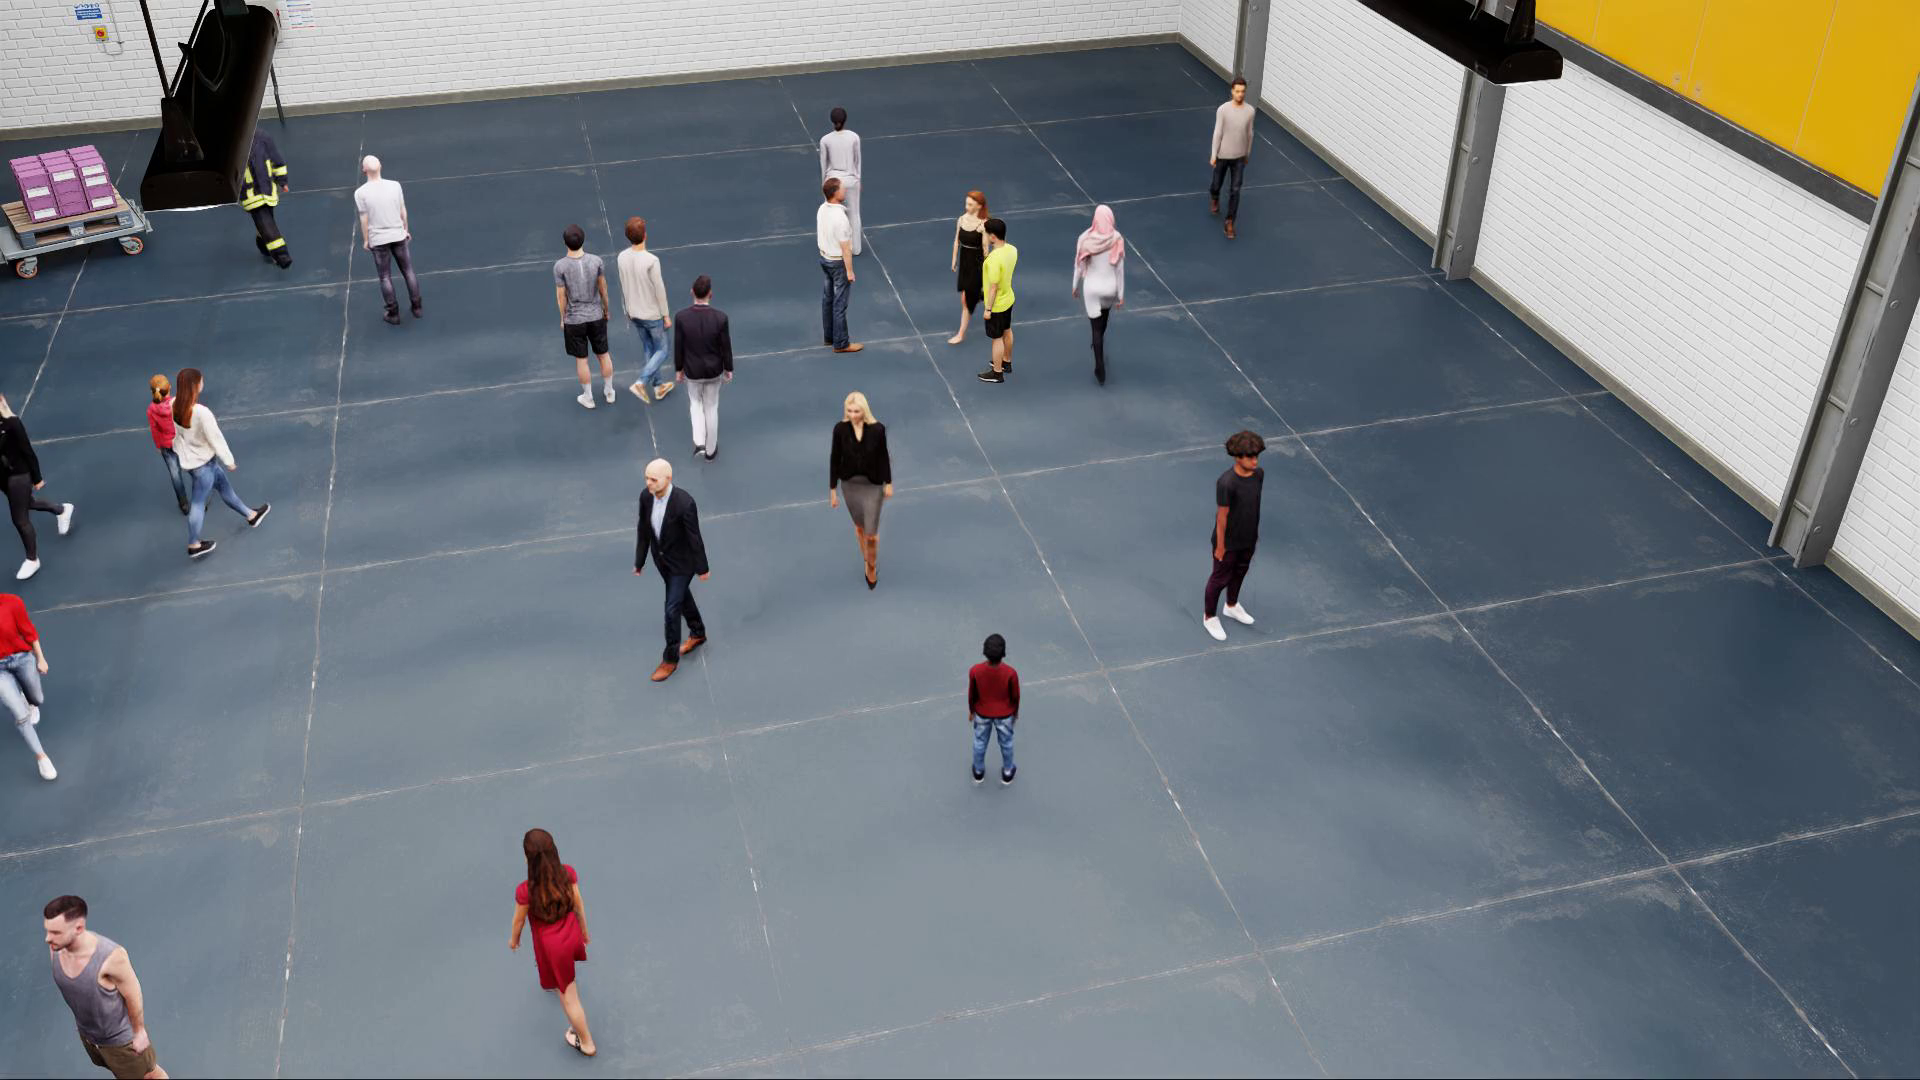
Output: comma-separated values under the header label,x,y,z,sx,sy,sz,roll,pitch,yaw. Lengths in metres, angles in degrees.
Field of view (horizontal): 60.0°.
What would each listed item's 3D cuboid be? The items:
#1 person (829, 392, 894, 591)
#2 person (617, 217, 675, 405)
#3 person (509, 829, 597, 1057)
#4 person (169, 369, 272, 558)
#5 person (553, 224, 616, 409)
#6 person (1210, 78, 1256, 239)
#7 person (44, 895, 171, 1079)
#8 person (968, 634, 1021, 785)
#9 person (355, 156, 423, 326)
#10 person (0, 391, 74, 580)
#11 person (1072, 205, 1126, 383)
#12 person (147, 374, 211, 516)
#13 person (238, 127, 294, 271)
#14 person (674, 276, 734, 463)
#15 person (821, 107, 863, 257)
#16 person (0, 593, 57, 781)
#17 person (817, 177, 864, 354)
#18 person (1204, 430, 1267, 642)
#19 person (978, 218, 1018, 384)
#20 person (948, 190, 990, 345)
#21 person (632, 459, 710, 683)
label,x,y,z,sx,sy,sz,roll,pitch,yaw
person,-0.779,-0.442,13.528,0.755,1.823,0.788,2,34,4
person,-3.058,-2.154,16.044,0.991,1.889,1.057,17,37,23
person,-2.297,2.356,9.602,0.873,1.510,1.087,-29,43,-36
person,-6.415,-0.587,13.907,1.086,1.645,1.089,21,39,28
person,-3.624,-2.155,16.062,0.696,1.871,0.629,-16,37,-22
person,3.188,-4.581,19.731,0.826,1.849,1.169,-2,34,-3
person,-4.618,2.597,9.036,0.725,1.847,0.760,11,35,16
person,0.237,1.183,11.597,0.570,1.254,0.579,4,34,6
person,-6.080,-3.191,17.655,0.741,1.832,0.712,-23,40,-31
person,-7.833,-0.570,13.870,0.963,1.658,1.191,8,34,12
person,1.405,-2.415,16.560,0.829,1.752,1.218,-1,34,-2
person,-6.871,-0.840,14.587,0.553,1.314,0.559,-18,38,-25
person,-8.020,-4.041,18.891,1.319,1.879,1.169,28,43,35
person,-2.330,-1.485,15.097,0.754,1.822,0.765,-2,34,-3
person,-1.348,-4.120,19.142,0.658,1.733,0.602,-1,34,-2
person,-6.697,0.856,11.699,0.870,1.684,1.113,-22,40,-30
person,-1.291,-2.835,17.098,0.778,1.856,0.608,-18,38,-25
person,2.160,-0.073,13.010,0.707,1.781,0.695,-25,41,-33
person,0.397,-2.406,16.587,0.755,1.706,0.682,16,37,22
person,0.192,-2.891,17.420,1.073,1.592,1.002,28,42,35
person,-2.129,0.128,12.716,1.036,1.773,1.082,21,39,28
